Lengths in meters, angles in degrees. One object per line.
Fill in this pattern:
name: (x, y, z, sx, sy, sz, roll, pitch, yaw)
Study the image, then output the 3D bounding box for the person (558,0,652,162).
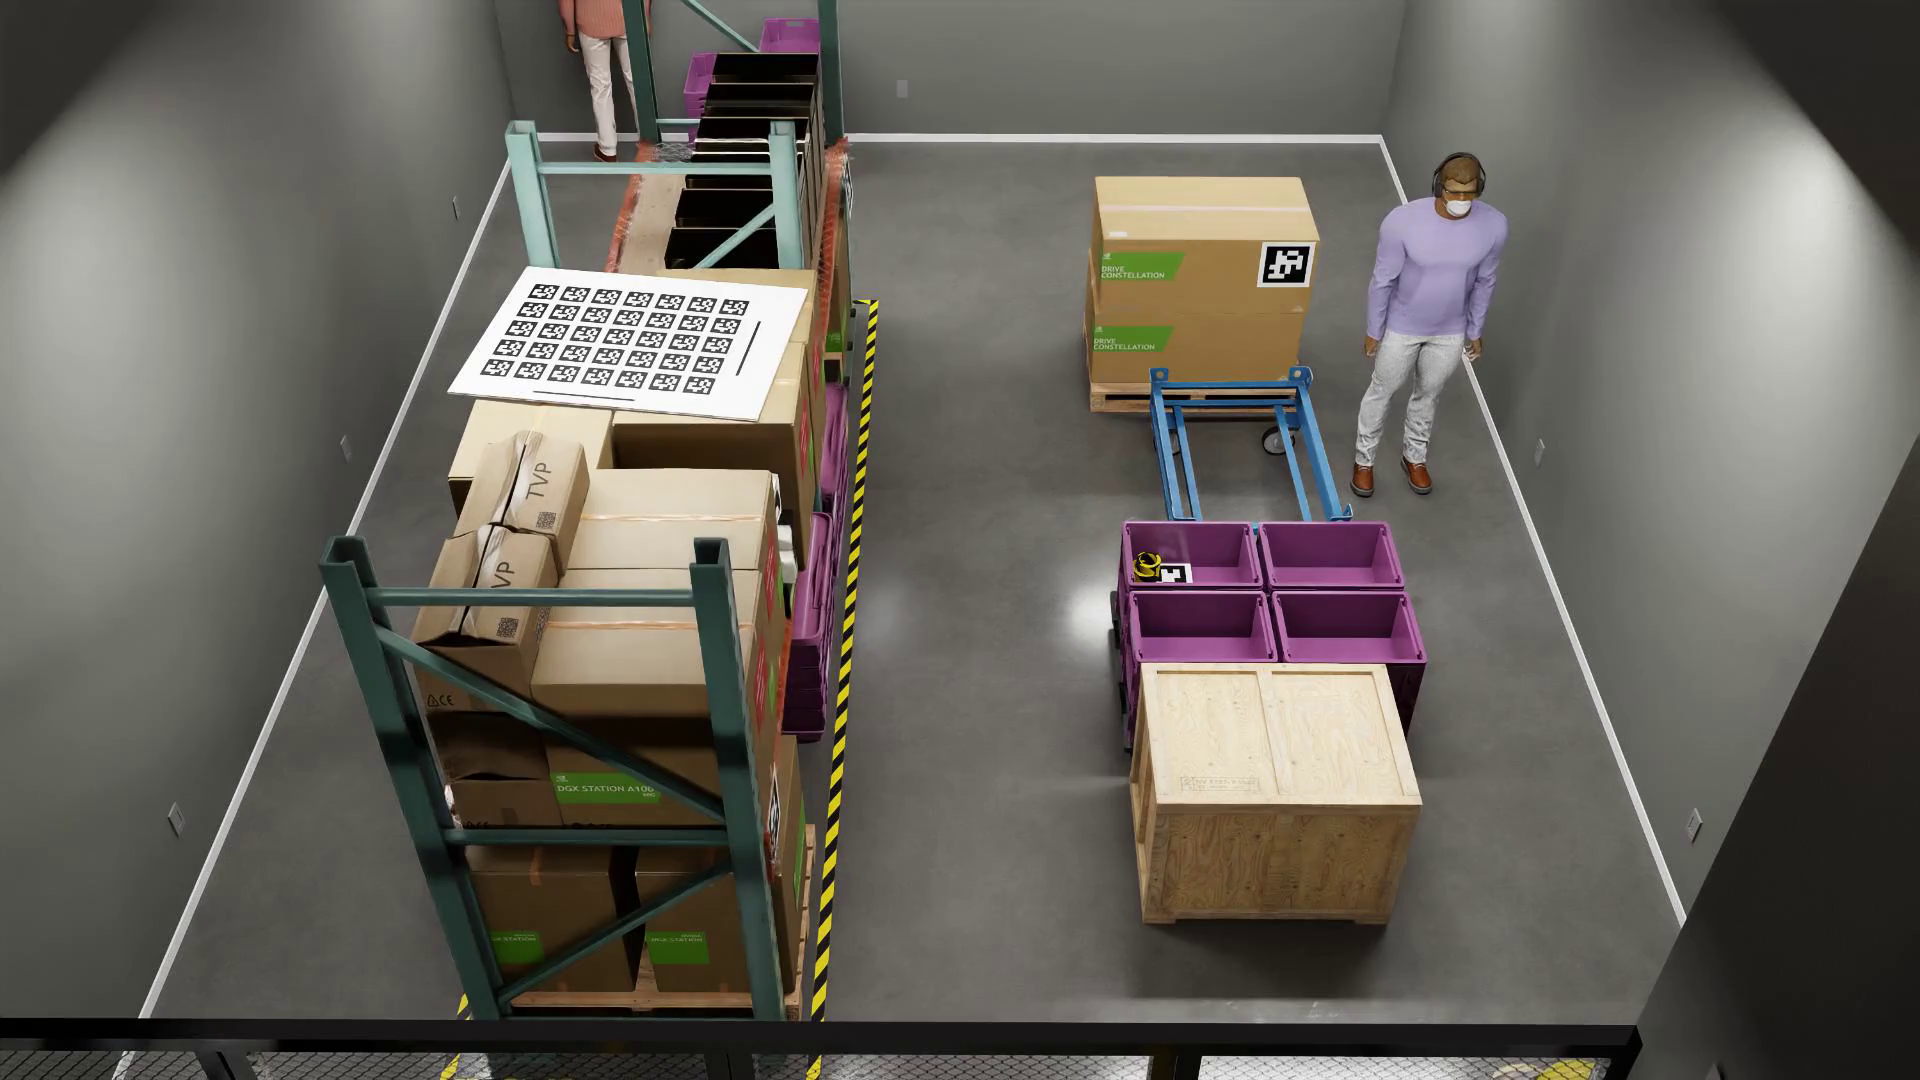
person: (-2.330, -3.424, 10.976, 0.612, 1.995, 0.382, -16, 44, -18)

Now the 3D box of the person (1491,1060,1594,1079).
person: (1.609, 2.066, 4.836, 0.403, 1.835, 0.586, 5, 42, 6)

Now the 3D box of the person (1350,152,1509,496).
person: (2.329, -1.062, 8.324, 0.627, 1.940, 0.372, -1, 41, -1)
